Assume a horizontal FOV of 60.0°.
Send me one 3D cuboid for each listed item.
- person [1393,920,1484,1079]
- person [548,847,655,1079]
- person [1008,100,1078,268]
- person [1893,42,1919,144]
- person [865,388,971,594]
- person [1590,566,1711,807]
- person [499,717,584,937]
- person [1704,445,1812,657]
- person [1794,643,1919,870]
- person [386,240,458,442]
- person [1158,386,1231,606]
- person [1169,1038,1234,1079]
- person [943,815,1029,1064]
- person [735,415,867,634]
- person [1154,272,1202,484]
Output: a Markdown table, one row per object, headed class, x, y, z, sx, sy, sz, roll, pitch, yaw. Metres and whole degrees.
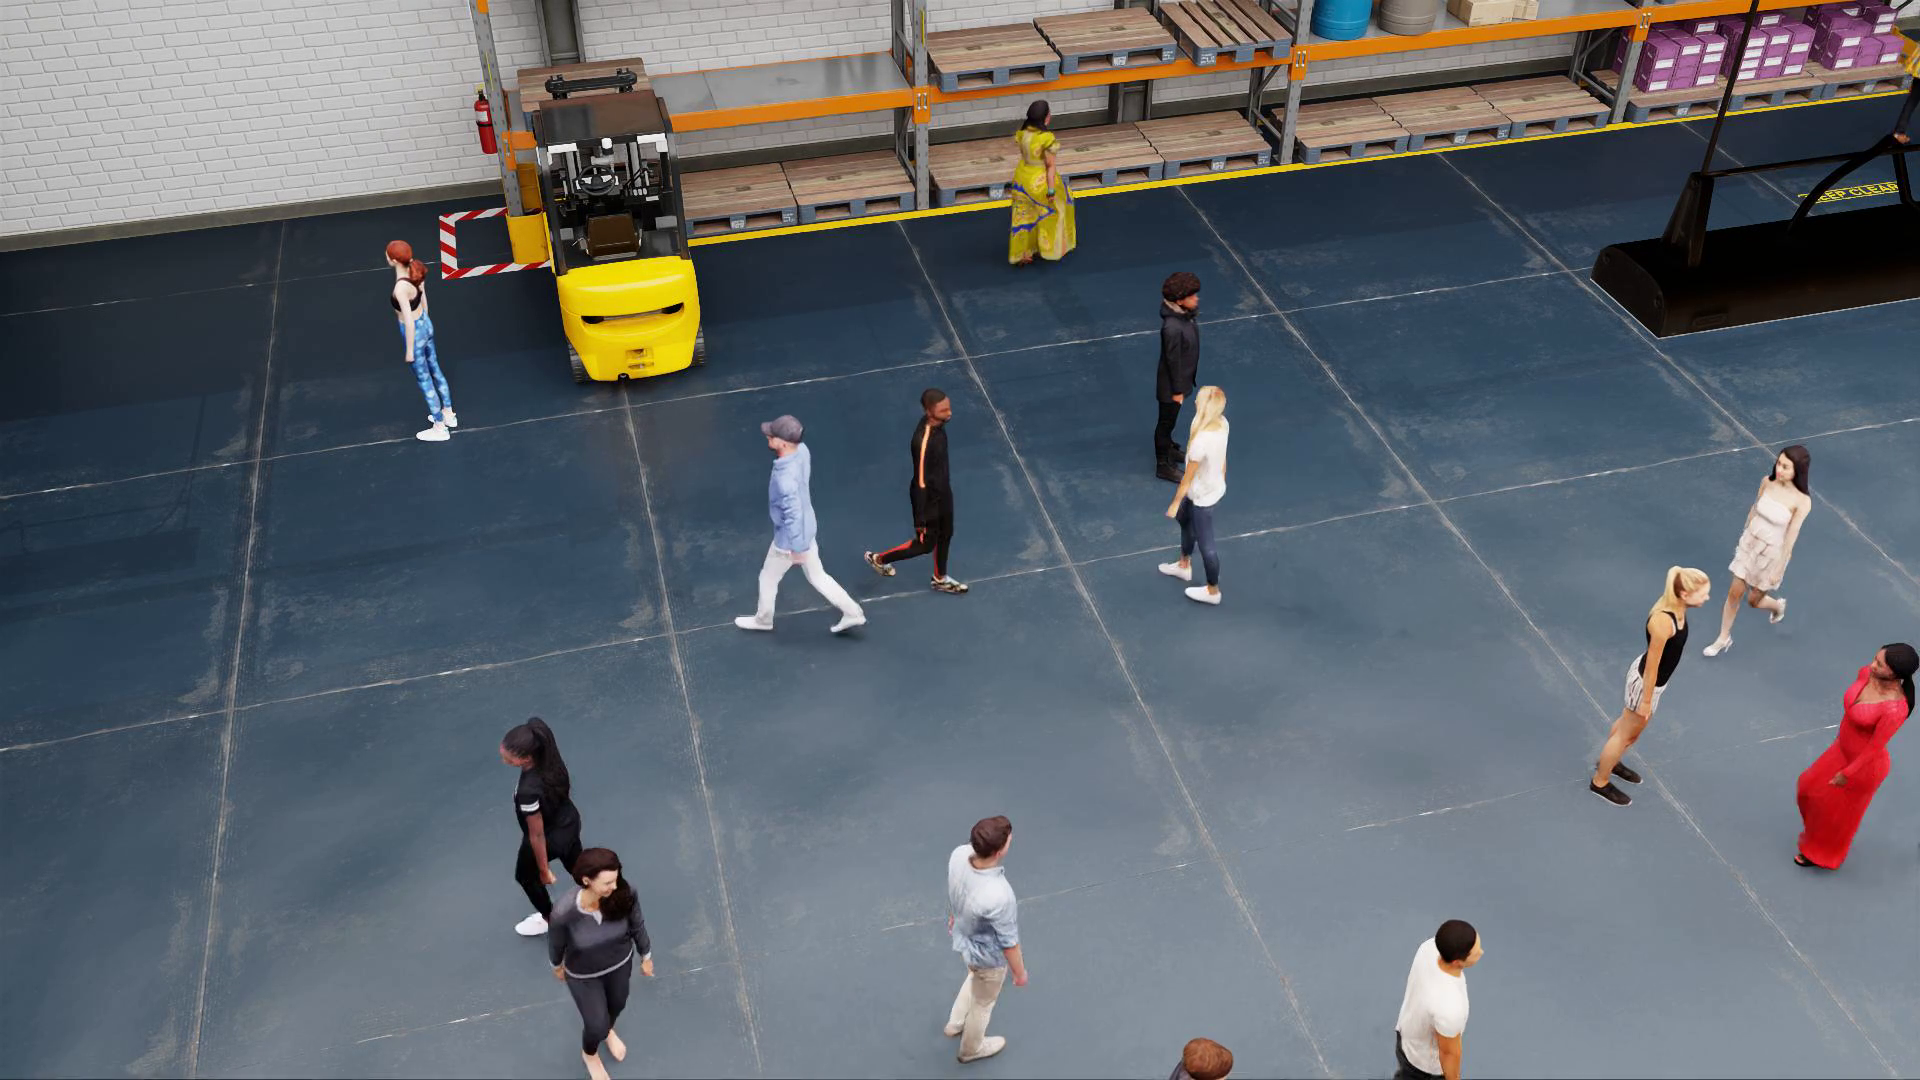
| class | x | y | z | sx | sy | sz | roll | pitch | yaw |
| --- | --- | --- | --- | --- | --- | --- | --- | --- | --- |
| person | 2.211 | 2.481 | 8.230 | 0.949 | 1.785 | 0.822 | 3 | 39 | 3 |
| person | -1.927 | 2.163 | 8.660 | 0.707 | 1.736 | 0.795 | -16 | 41 | -19 |
| person | 0.656 | -3.291 | 15.572 | 1.130 | 1.643 | 0.996 | -32 | 48 | -33 |
| person | 10.279 | -4.953 | 17.652 | 0.909 | 1.634 | 0.762 | -15 | 41 | -18 |
| person | -0.296 | -0.320 | 11.730 | 1.111 | 1.785 | 0.946 | 5 | 39 | 7 |
| person | 4.224 | 0.850 | 10.219 | 0.705 | 1.843 | 0.644 | 20 | 43 | 23 |
| person | -2.209 | 1.662 | 9.290 | 0.937 | 1.733 | 0.898 | 8 | 39 | 10 |
| person | 5.507 | 0.096 | 11.264 | 0.907 | 1.717 | 0.656 | -14 | 41 | -17 |
| person | 5.326 | 1.293 | 9.729 | 0.751 | 1.772 | 0.669 | -2 | 39 | -2 |
| person | -4.343 | -1.604 | 13.346 | 0.694 | 1.785 | 0.664 | 5 | 39 | 6 |
| person | 1.800 | -0.280 | 11.674 | 0.914 | 1.791 | 0.846 | 16 | 41 | 19 |
| person | 1.044 | 2.866 | 8.020 | 0.634 | 1.436 | 0.617 | 2 | 39 | 2 |
| person | 0.030 | 2.141 | 8.610 | 0.701 | 1.833 | 0.720 | -18 | 42 | -21 |
| person | -1.053 | -0.056 | 11.342 | 1.273 | 1.856 | 1.019 | 8 | 39 | 10 |
| person | 1.669 | -1.284 | 12.940 | 0.758 | 1.781 | 0.729 | 9 | 39 | 11 |
